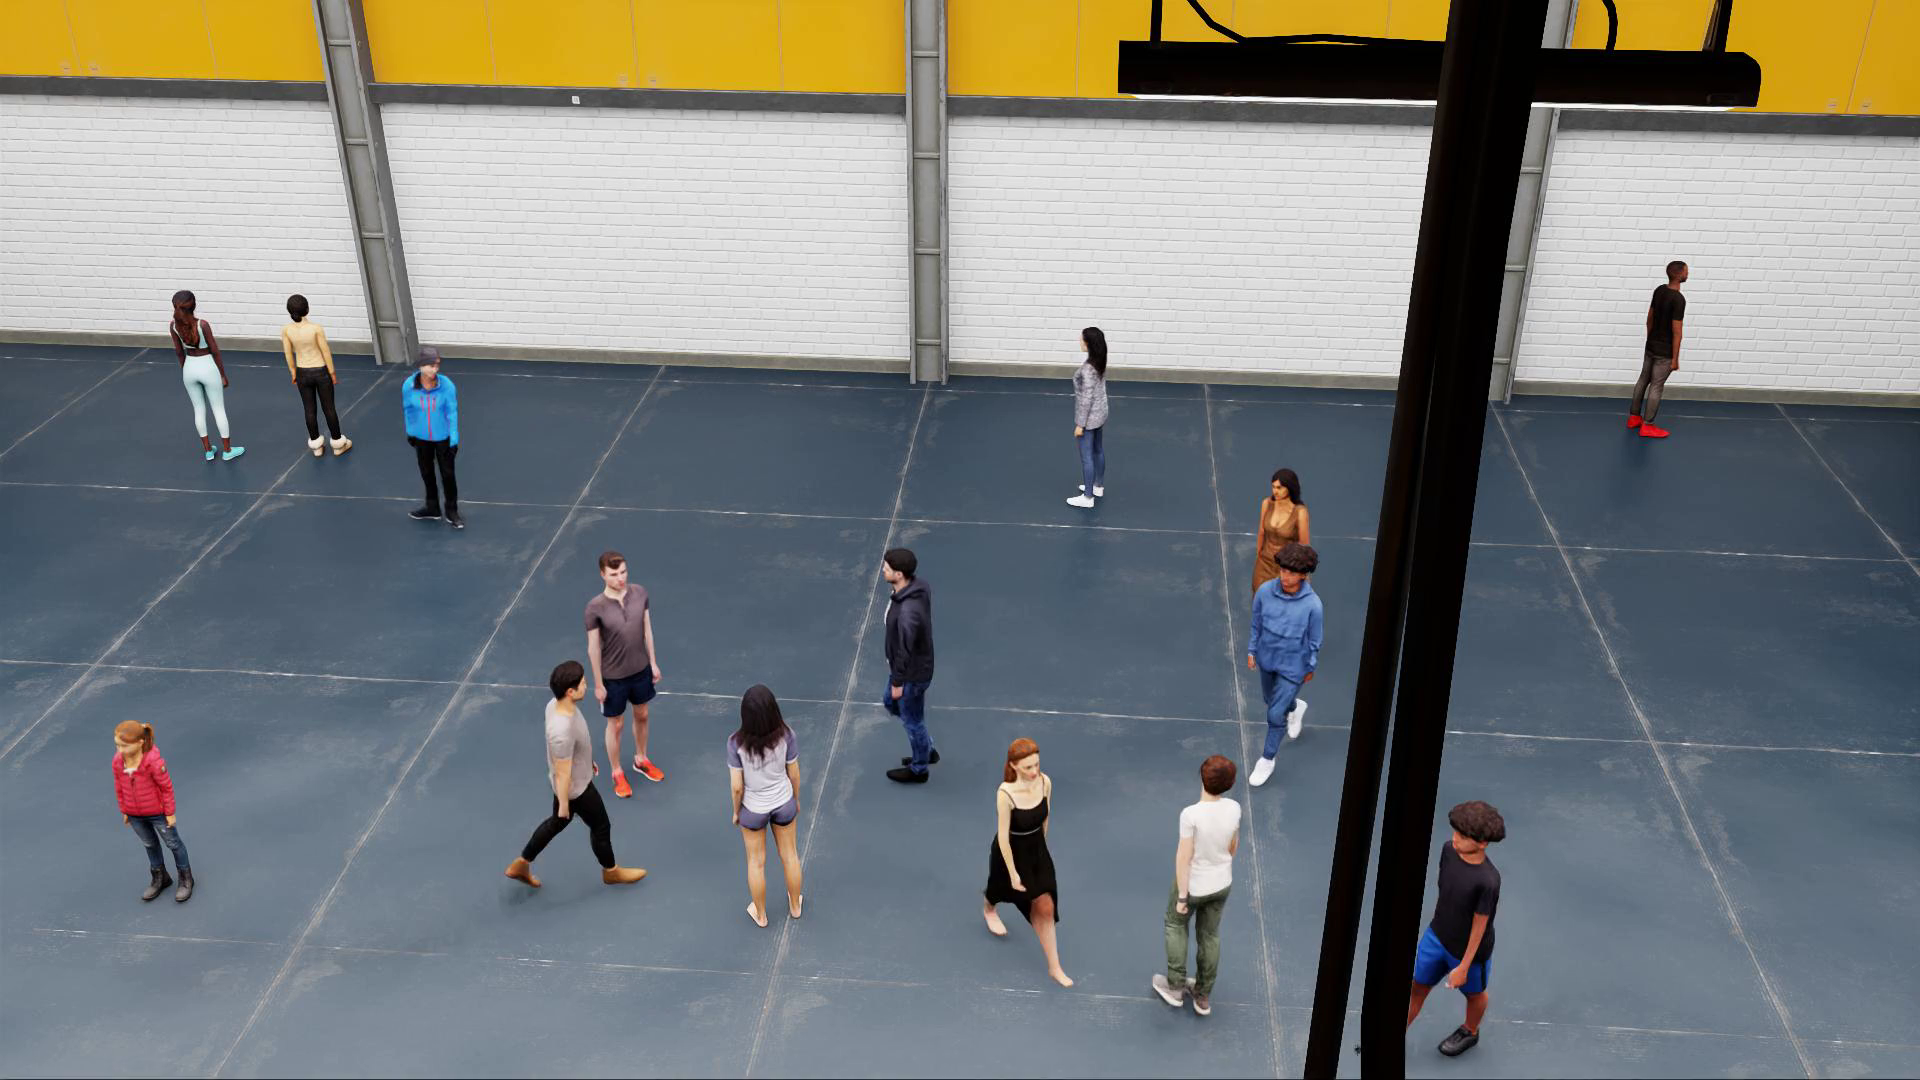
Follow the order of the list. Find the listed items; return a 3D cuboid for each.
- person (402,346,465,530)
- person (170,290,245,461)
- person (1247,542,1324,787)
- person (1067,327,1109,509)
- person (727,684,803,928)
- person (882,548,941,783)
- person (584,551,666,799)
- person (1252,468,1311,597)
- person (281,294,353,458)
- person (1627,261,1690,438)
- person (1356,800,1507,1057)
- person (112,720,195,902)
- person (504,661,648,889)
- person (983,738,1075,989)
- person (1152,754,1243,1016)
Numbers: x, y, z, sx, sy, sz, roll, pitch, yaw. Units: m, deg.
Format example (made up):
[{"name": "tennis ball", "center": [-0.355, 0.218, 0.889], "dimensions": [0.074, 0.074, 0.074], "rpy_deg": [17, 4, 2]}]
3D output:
[{"name": "person", "center": [-4.719, -0.919, 14.806], "dimensions": [0.519, 1.777, 0.857], "rpy_deg": [8, 30, 14]}, {"name": "person", "center": [-7.339, -1.595, 16.100], "dimensions": [0.487, 1.725, 0.629], "rpy_deg": [0, 29, 0]}, {"name": "person", "center": [2.308, 0.799, 11.654], "dimensions": [1.151, 1.779, 1.111], "rpy_deg": [22, 35, 34]}, {"name": "person", "center": [1.205, -1.143, 15.260], "dimensions": [0.650, 1.736, 0.676], "rpy_deg": [14, 32, 24]}, {"name": "person", "center": [-1.183, 1.625, 10.187], "dimensions": [0.578, 1.734, 0.713], "rpy_deg": [-9, 30, -16]}, {"name": "person", "center": [-0.249, 0.881, 11.396], "dimensions": [0.619, 1.882, 0.684], "rpy_deg": [2, 29, 4]}, {"name": "person", "center": [-2.301, 0.892, 11.407], "dimensions": [0.717, 1.851, 0.772], "rpy_deg": [-23, 36, -35]}, {"name": "person", "center": [2.519, 0.172, 12.912], "dimensions": [0.770, 1.675, 0.854], "rpy_deg": [18, 33, 29]}, {"name": "person", "center": [-6.301, -1.609, 16.193], "dimensions": [0.534, 1.659, 0.684], "rpy_deg": [-1, 29, -2]}, {"name": "person", "center": [6.995, -1.922, 16.615], "dimensions": [0.631, 1.805, 0.697], "rpy_deg": [-5, 29, -9]}, {"name": "person", "center": [2.830, 2.169, 9.157], "dimensions": [1.114, 1.765, 0.942], "rpy_deg": [-14, 32, -24]}, {"name": "person", "center": [-5.107, 1.694, 10.496], "dimensions": [0.430, 1.318, 0.562], "rpy_deg": [2, 29, 4]}, {"name": "person", "center": [-2.519, 1.529, 10.419], "dimensions": [1.190, 1.681, 0.885], "rpy_deg": [-8, 30, -14]}, {"name": "person", "center": [0.303, 1.842, 9.956], "dimensions": [1.118, 1.574, 1.034], "rpy_deg": [-14, 32, -25]}, {"name": "person", "center": [1.410, 2.030, 9.568], "dimensions": [0.726, 1.615, 0.806], "rpy_deg": [-15, 32, -25]}]
